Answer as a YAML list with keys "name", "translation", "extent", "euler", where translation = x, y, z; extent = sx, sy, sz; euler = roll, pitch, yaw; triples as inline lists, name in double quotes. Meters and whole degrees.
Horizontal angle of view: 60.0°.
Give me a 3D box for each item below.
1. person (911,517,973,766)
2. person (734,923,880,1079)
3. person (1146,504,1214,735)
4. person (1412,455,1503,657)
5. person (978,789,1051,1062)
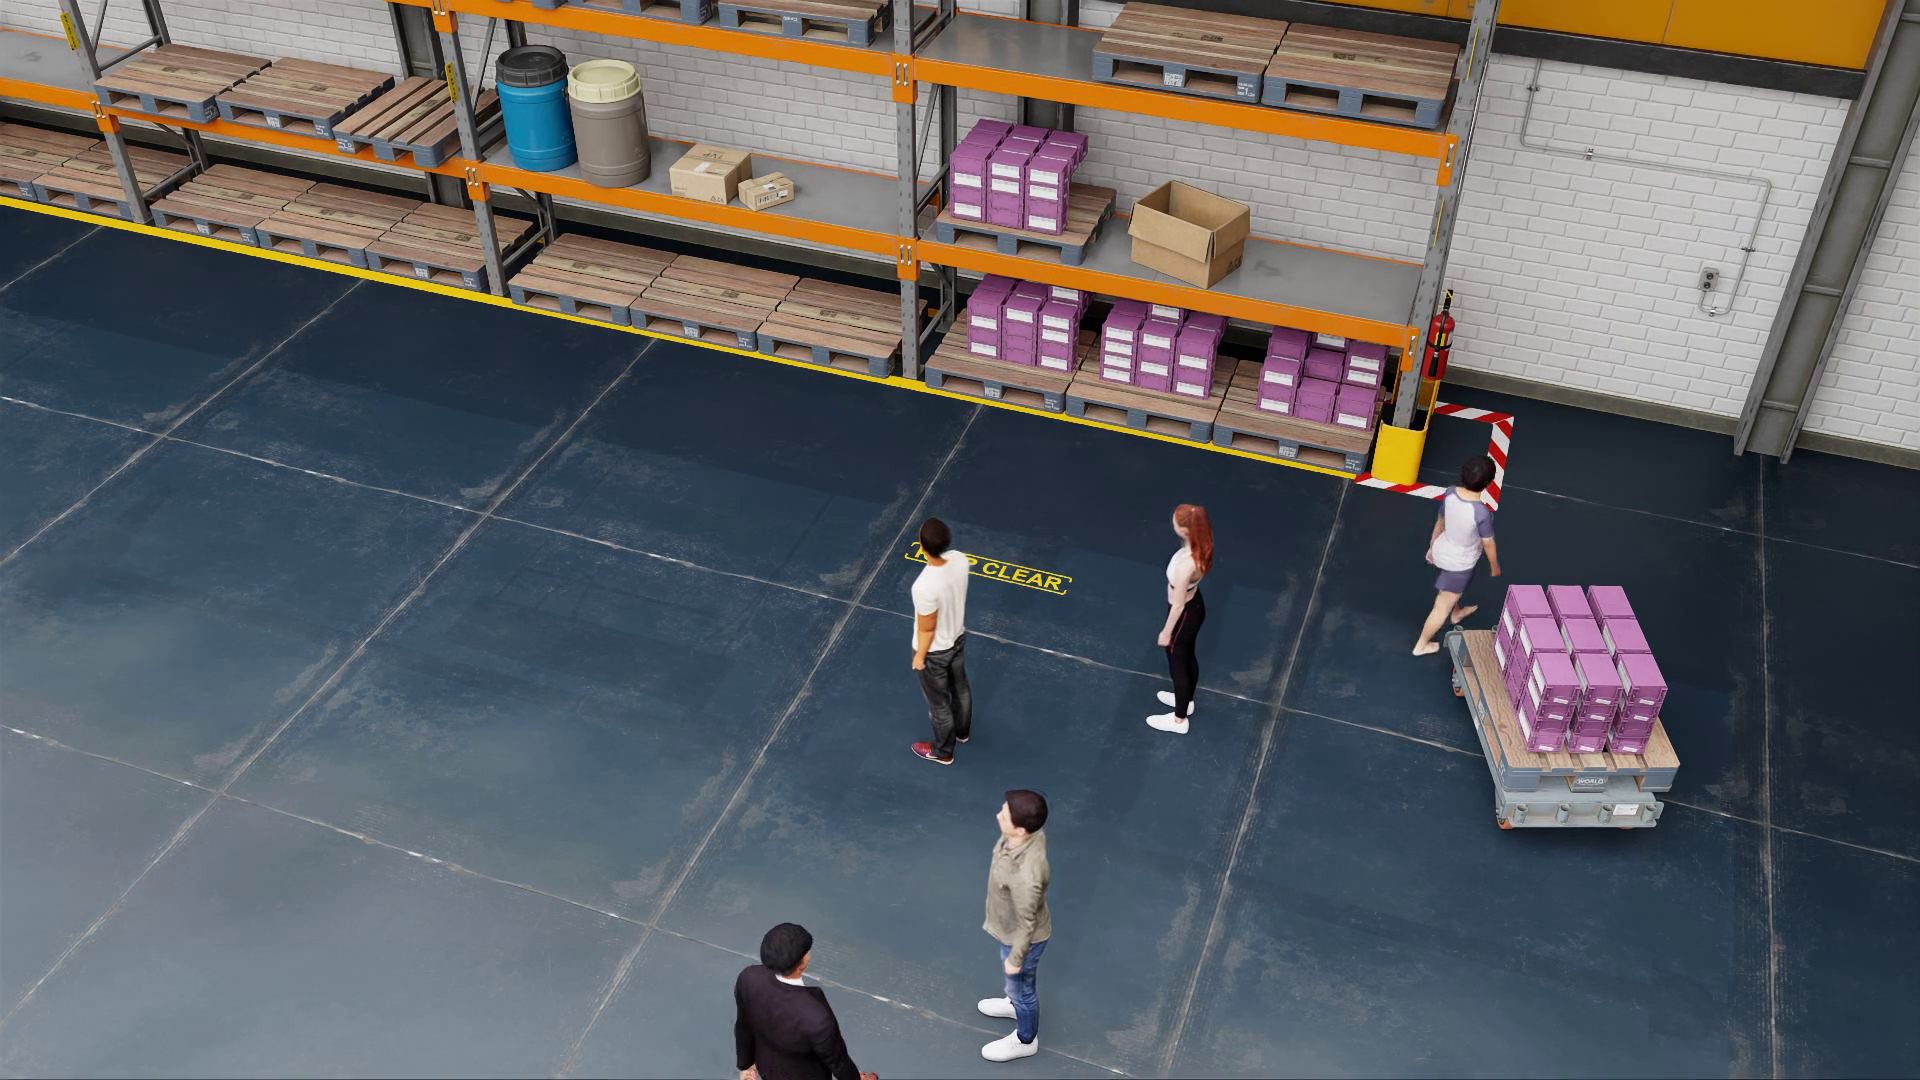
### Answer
- name: "person"
  translation: [-0.113, 0.606, 10.049]
  extent: [0.602, 1.801, 0.684]
  euler: [21, 43, 24]
- name: "person"
  translation: [-0.829, 2.517, 7.638]
  extent: [1.247, 1.823, 1.069]
  euler: [30, 47, 32]
- name: "person"
  translation: [1.390, 0.475, 10.252]
  extent: [0.534, 1.751, 0.599]
  euler: [16, 41, 19]
- name: "person"
  translation: [3.181, 0.141, 10.840]
  extent: [0.950, 1.539, 0.884]
  euler: [-16, 41, -19]
- name: "person"
  translation: [0.306, 1.927, 8.343]
  extent: [0.730, 1.865, 0.783]
  euler: [-1, 39, -2]
